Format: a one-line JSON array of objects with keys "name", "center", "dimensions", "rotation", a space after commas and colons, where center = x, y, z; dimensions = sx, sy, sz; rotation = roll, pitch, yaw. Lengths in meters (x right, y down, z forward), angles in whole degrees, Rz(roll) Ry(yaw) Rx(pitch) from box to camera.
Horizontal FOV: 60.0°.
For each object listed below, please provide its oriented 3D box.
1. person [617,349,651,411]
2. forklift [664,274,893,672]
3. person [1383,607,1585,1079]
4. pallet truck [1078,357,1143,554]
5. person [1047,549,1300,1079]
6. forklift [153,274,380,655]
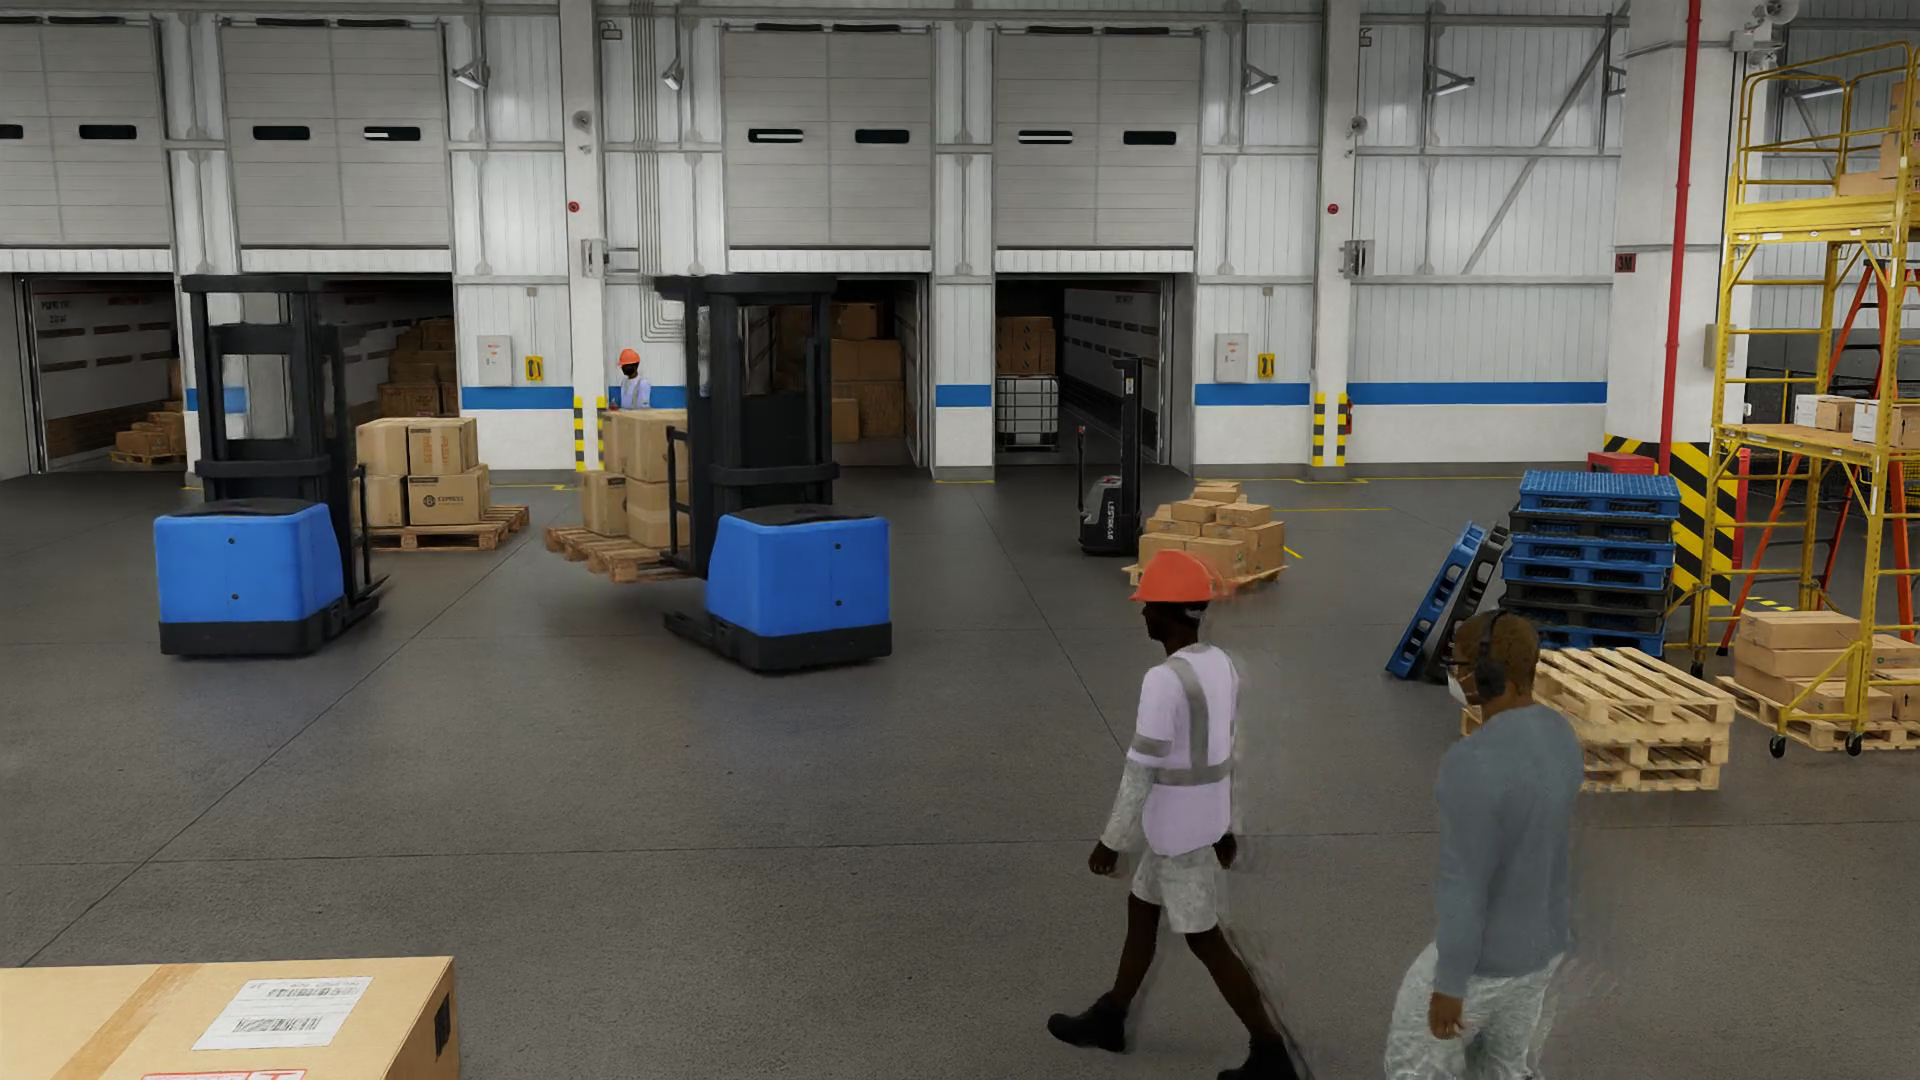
[{"name": "person", "center": [-3.995, -1.372, 20.348], "dimensions": [0.389, 1.930, 0.544], "rotation": [-8, 12, -42]}, {"name": "forklift", "center": [-1.375, -0.578, 12.376], "dimensions": [1.129, 2.768, 1.873], "rotation": [-5, 10, -30]}, {"name": "person", "center": [1.446, 1.132, 4.616], "dimensions": [0.634, 1.922, 0.445], "rotation": [-9, 13, -44]}, {"name": "pallet truck", "center": [2.088, -0.836, 16.757], "dimensions": [1.885, 1.965, 0.823], "rotation": [2, 9, 13]}, {"name": "person", "center": [0.772, 0.974, 5.765], "dimensions": [0.979, 1.892, 0.544], "rotation": [4, 10, 24]}, {"name": "forklift", "center": [-5.354, -0.640, 12.767], "dimensions": [1.129, 2.768, 1.873], "rotation": [-1, 9, -4]}]
